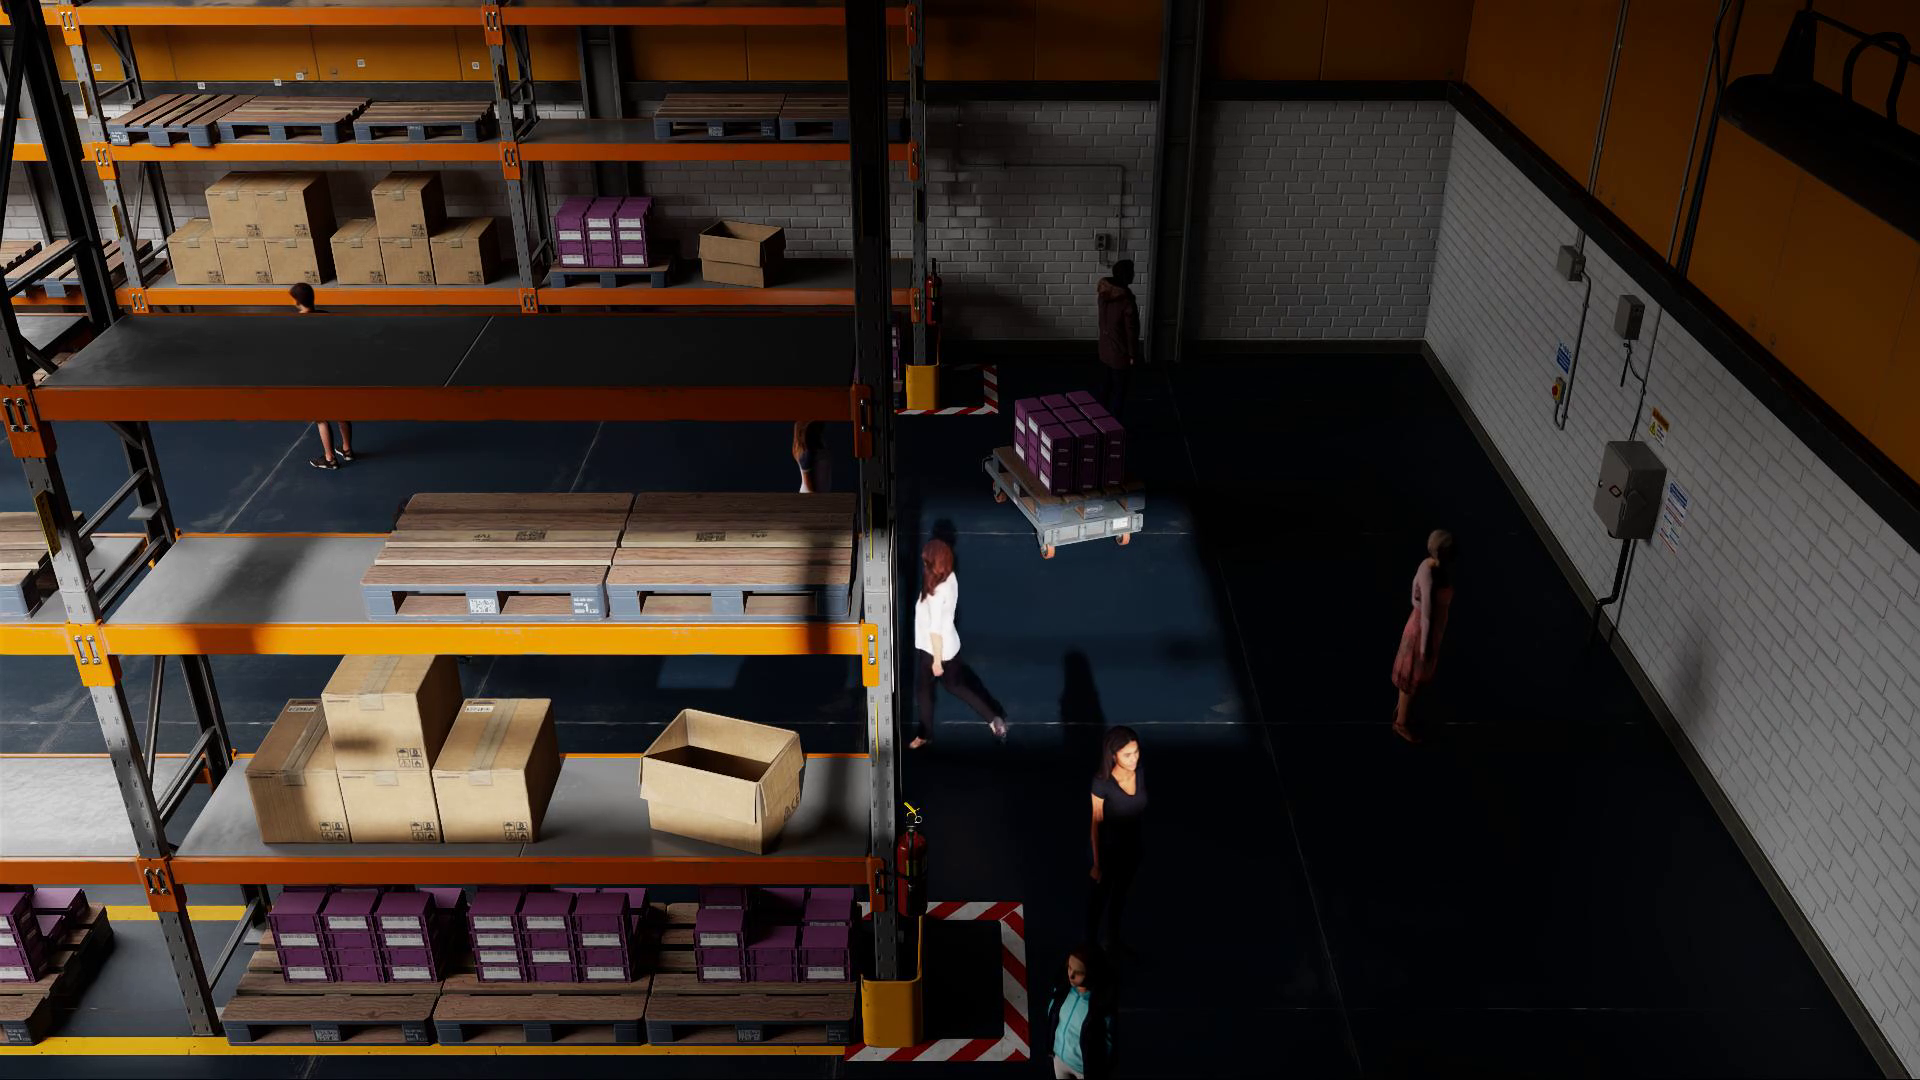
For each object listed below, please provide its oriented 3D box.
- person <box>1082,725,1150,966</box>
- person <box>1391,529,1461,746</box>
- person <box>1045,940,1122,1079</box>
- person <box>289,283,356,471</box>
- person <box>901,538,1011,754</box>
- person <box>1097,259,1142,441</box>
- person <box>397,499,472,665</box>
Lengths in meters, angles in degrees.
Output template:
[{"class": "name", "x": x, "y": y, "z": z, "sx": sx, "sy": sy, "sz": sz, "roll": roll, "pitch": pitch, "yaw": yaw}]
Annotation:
[{"class": "person", "x": 0.906, "y": 1.827, "z": 9.844, "sx": 0.635, "sy": 1.740, "sz": 0.704, "roll": -22, "pitch": 36, "yaw": -35}, {"class": "person", "x": 3.338, "y": 0.676, "z": 12.004, "sx": 0.659, "sy": 1.693, "sz": 0.662, "roll": 8, "pitch": 30, "yaw": 14}, {"class": "person", "x": 0.630, "y": 2.650, "z": 8.585, "sx": 0.686, "sy": 1.501, "sz": 0.748, "roll": 24, "pitch": 37, "yaw": 37}, {"class": "person", "x": -6.142, "y": -1.584, "z": 15.974, "sx": 0.770, "sy": 1.858, "sz": 0.766, "roll": 16, "pitch": 32, "yaw": 27}, {"class": "person", "x": -0.041, "y": 0.801, "z": 11.692, "sx": 1.083, "sy": 1.772, "sz": 0.747, "roll": 6, "pitch": 29, "yaw": 10}, {"class": "person", "x": 1.570, "y": -1.910, "z": 16.587, "sx": 0.854, "sy": 1.845, "sz": 0.864, "roll": -14, "pitch": 32, "yaw": -25}, {"class": "person", "x": -4.208, "y": 0.330, "z": 12.880, "sx": 0.805, "sy": 1.460, "sz": 0.748, "roll": 14, "pitch": 32, "yaw": 25}]
